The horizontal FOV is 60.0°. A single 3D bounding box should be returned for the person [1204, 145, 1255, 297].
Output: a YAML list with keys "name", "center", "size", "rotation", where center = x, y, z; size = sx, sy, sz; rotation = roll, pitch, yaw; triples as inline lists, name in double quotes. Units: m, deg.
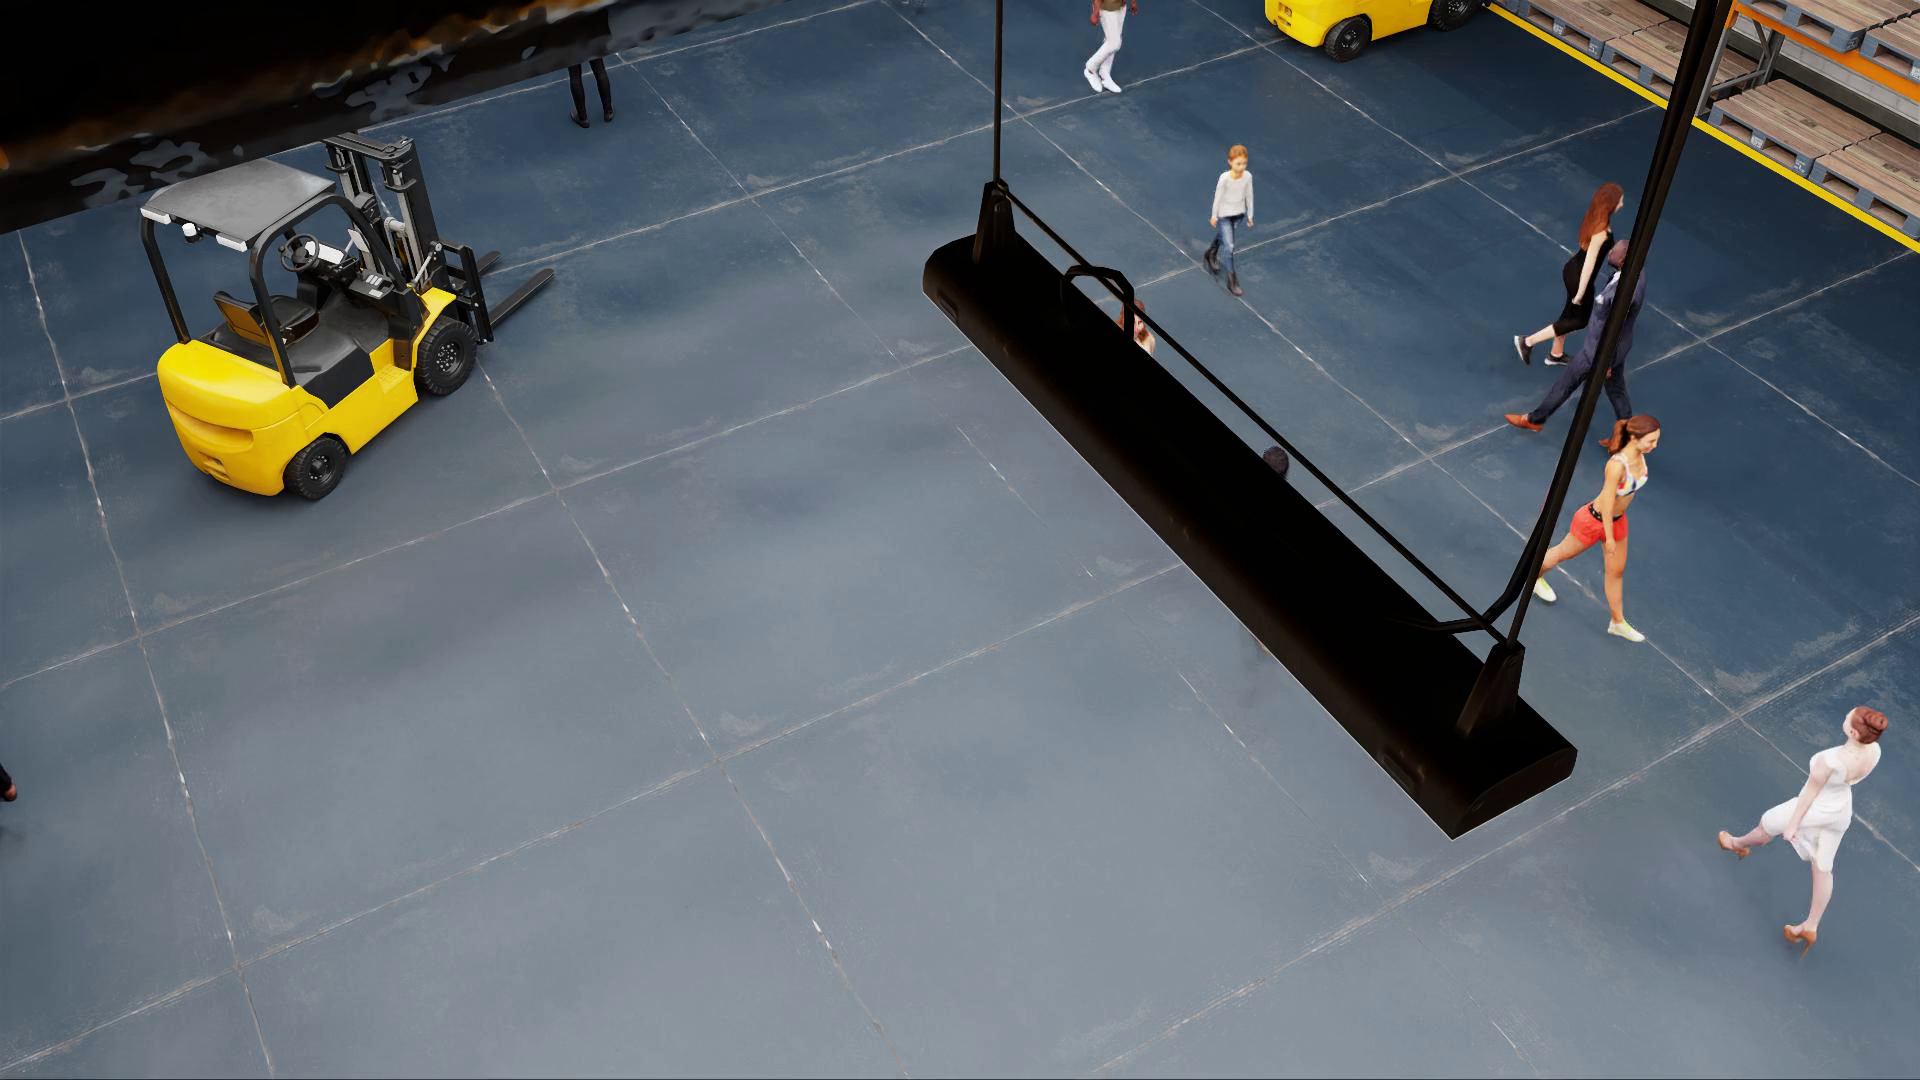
- name: "person"
  center: [2.271, -2.783, 14.124]
  size: [0.569, 1.287, 0.924]
  rotation: [-14, 45, -15]

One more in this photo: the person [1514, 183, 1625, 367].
- name: "person"
  center: [4.773, -2.048, 13.042]
  size: [0.895, 1.713, 0.877]
  rotation: [3, 44, 3]

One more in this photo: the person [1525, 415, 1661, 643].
- name: "person"
  center: [4.169, -0.156, 11.032]
  size: [0.713, 1.747, 1.181]
  rotation: [-30, 51, -28]

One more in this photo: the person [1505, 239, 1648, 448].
- name: "person"
  center: [4.858, -1.383, 12.296]
  size: [1.318, 1.780, 1.054]
  rotation: [24, 49, 23]

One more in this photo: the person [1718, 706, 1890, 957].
- name: "person"
  center: [4.789, 1.610, 9.185]
  size: [0.766, 1.738, 1.133]
  rotation: [-11, 45, -11]

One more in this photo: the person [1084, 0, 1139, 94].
- name: "person"
  center: [1.428, -5.301, 16.384]
  size: [0.813, 1.815, 0.830]
  rotation: [25, 49, 24]
